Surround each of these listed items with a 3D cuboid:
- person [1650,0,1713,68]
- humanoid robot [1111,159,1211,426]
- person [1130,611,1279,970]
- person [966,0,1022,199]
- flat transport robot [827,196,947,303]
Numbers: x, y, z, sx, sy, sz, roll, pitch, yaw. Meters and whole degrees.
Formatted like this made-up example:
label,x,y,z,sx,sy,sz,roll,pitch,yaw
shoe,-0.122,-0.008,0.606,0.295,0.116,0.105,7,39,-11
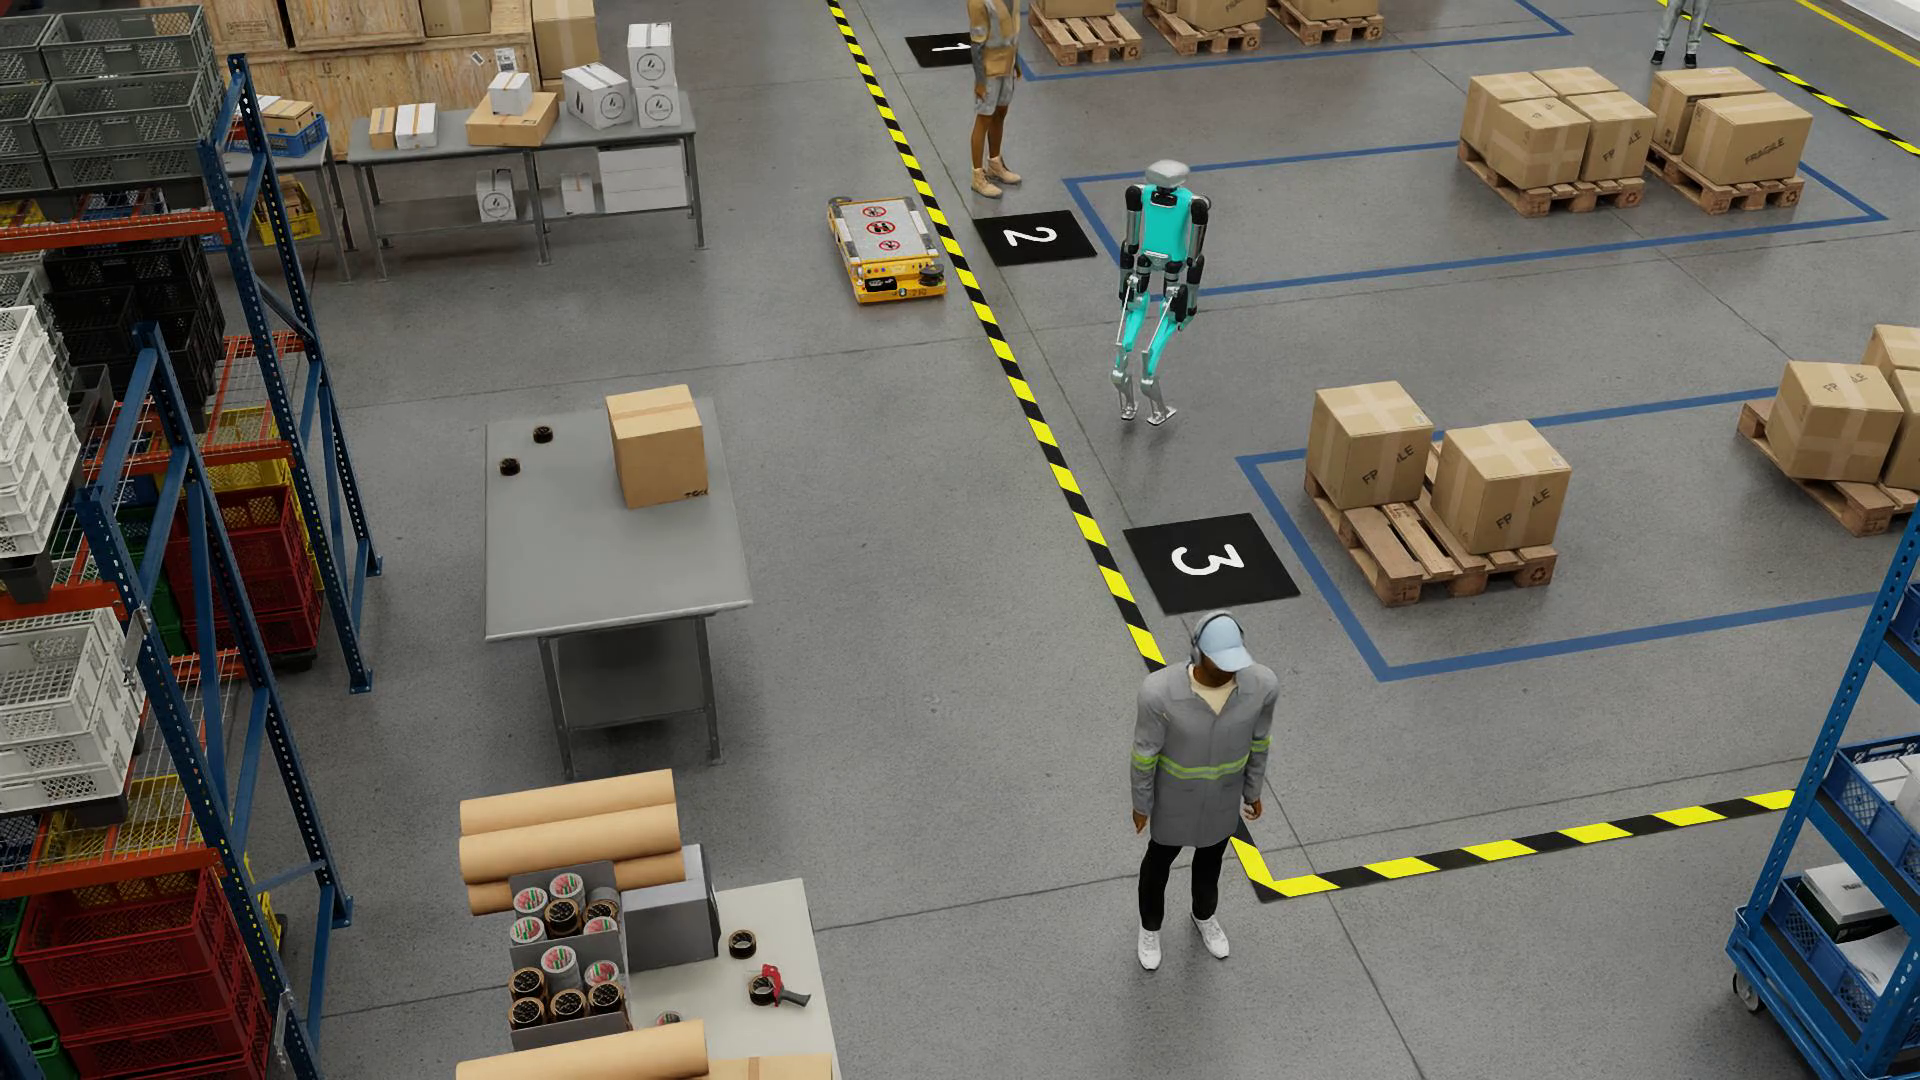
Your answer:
label,x,y,z,sx,sy,sz,roll,pitch,yaw
person,6.836,-5.296,15.359,0.585,1.834,0.404,11,38,15
humanoid robot,1.136,-1.430,10.133,0.533,1.676,0.735,17,40,22
person,0.981,1.037,6.834,0.588,1.852,0.371,-6,37,-9
person,0.311,-3.713,13.069,0.400,2.032,0.606,23,42,28
flat transport robot,-0.570,-2.220,12.538,0.659,0.231,1.431,-8,37,-10
